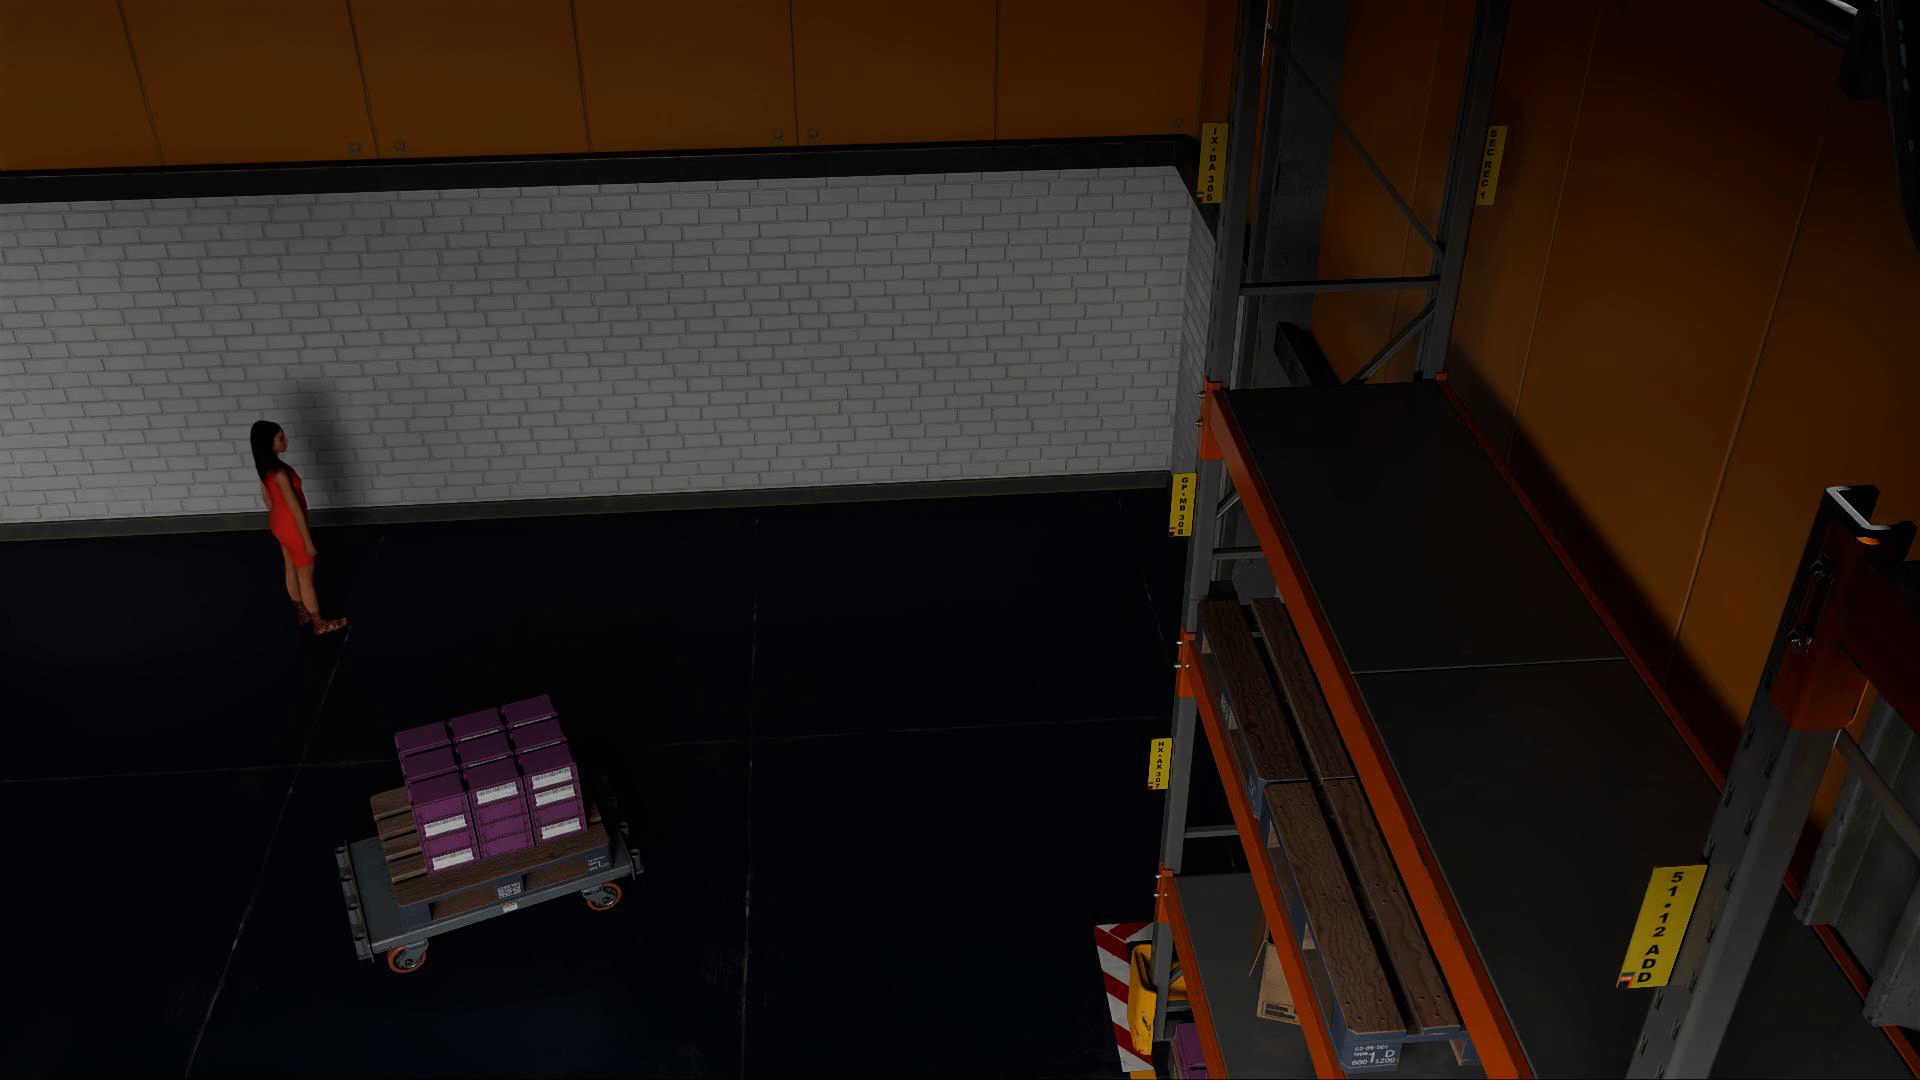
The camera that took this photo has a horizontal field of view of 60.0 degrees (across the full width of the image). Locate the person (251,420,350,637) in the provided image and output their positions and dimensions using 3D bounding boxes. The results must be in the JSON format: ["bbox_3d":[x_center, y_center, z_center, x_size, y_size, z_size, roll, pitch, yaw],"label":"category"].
[{"bbox_3d":[-4.799,-0.078,11.922,0.655,1.718,0.726,28,43,35],"label":"person"}]
